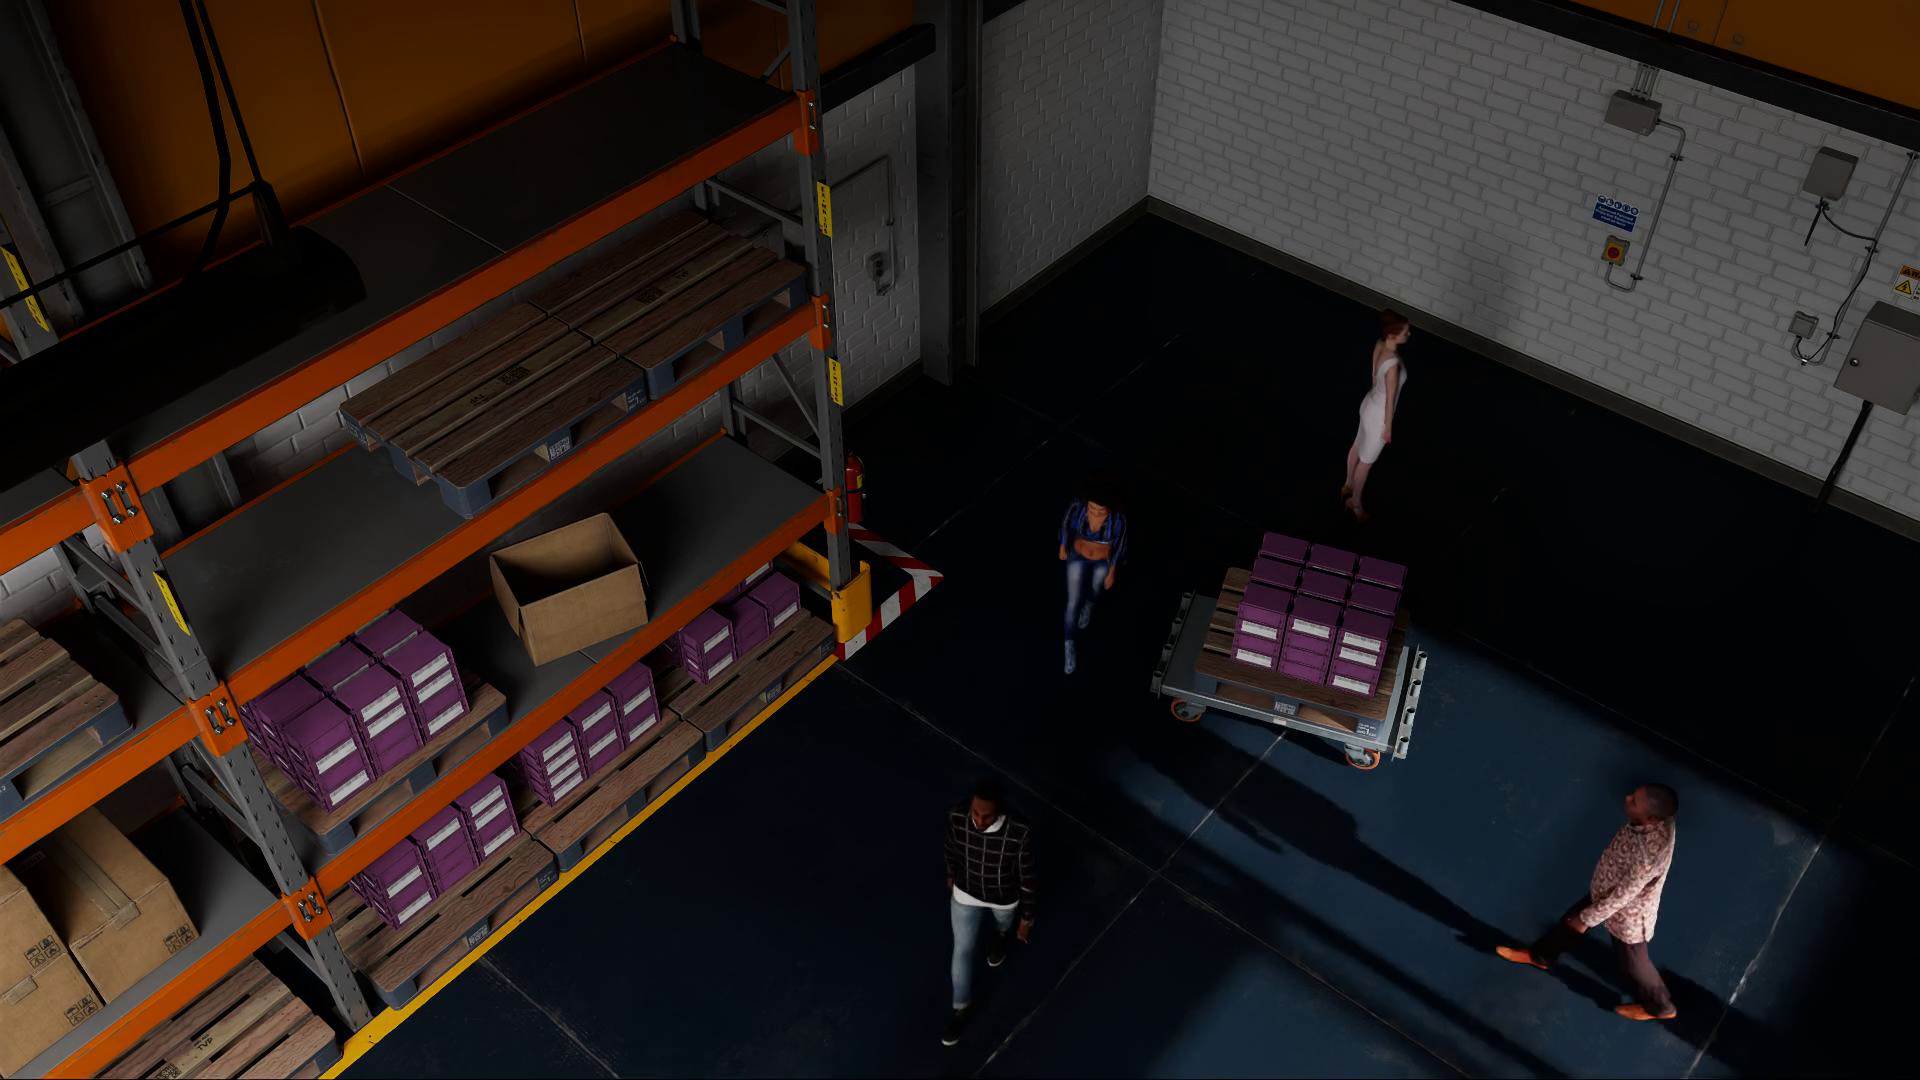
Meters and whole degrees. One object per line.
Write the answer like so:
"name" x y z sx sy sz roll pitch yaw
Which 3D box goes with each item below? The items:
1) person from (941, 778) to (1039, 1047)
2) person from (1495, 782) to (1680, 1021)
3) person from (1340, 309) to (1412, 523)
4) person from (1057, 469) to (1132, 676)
"person" 0.190 1.808 9.007 1.035 1.774 1.275 10 45 11
"person" 3.629 1.967 8.843 1.056 1.770 1.248 13 45 13
"person" 2.943 -0.887 11.823 0.694 1.791 0.611 0 44 0
"person" 0.887 0.072 10.963 0.908 1.589 1.070 11 45 11
